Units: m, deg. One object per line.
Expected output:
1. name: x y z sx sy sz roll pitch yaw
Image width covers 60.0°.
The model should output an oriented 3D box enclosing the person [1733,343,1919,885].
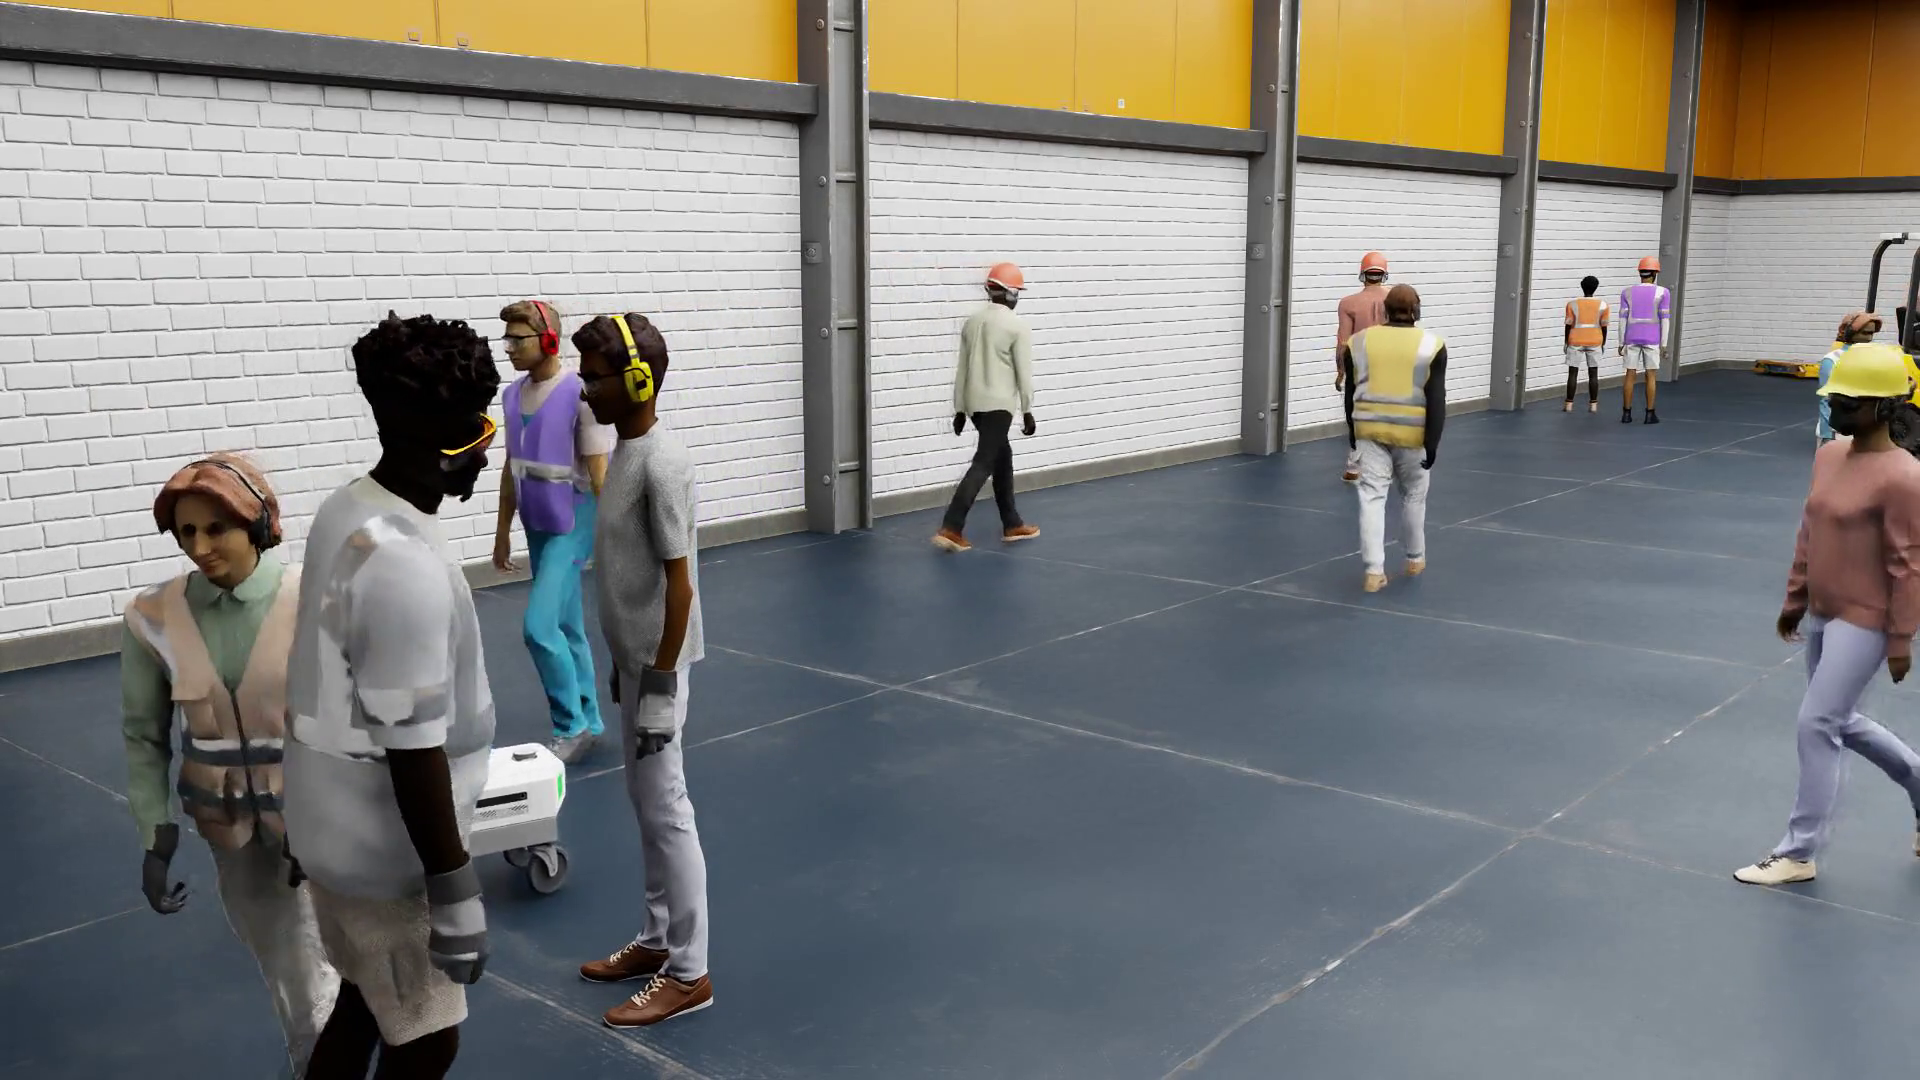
1. person: 2.896 0.240 5.287 0.746 1.740 0.528 0 10 1

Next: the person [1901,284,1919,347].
1. person: 11.761 -2.423 20.074 0.687 1.875 0.425 3 10 15

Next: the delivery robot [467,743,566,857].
1. delivery robot: -1.594 0.809 5.141 0.707 0.478 0.477 -5 11 -31

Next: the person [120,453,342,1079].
1. person: -1.449 0.625 3.459 0.522 1.607 0.711 0 10 0

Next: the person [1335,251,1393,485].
1. person: 3.521 -1.467 14.285 0.613 1.995 0.391 0 10 0

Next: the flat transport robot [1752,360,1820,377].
1. flat transport robot: 13.297 -2.733 26.402 0.652 0.197 1.431 -1 10 -7

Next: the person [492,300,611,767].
1. person: -1.612 -0.009 6.455 0.614 1.821 0.578 10 14 43

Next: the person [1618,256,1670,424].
1. person: 7.912 -2.311 19.260 0.550 1.933 0.374 6 12 32

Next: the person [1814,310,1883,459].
1. person: 5.634 -0.641 10.595 0.514 1.640 0.310 -6 12 -30

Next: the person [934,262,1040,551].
1. person: 0.169 -0.903 11.251 0.975 1.946 0.589 -7 12 -37

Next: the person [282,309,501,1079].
1. person: -1.083 0.536 3.090 0.463 1.922 0.723 -6 11 -29

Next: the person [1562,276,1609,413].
1. person: 7.734 -2.414 20.564 0.529 1.690 0.321 2 10 12

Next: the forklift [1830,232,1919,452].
1. forklift: 9.955 -1.972 16.595 2.313 2.155 1.214 1 10 8

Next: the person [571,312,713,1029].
1. person: -0.839 0.342 4.365 0.328 1.865 0.518 -4 11 -21

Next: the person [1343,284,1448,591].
1. person: 2.641 -0.634 10.078 0.625 1.801 0.898 4 11 23
